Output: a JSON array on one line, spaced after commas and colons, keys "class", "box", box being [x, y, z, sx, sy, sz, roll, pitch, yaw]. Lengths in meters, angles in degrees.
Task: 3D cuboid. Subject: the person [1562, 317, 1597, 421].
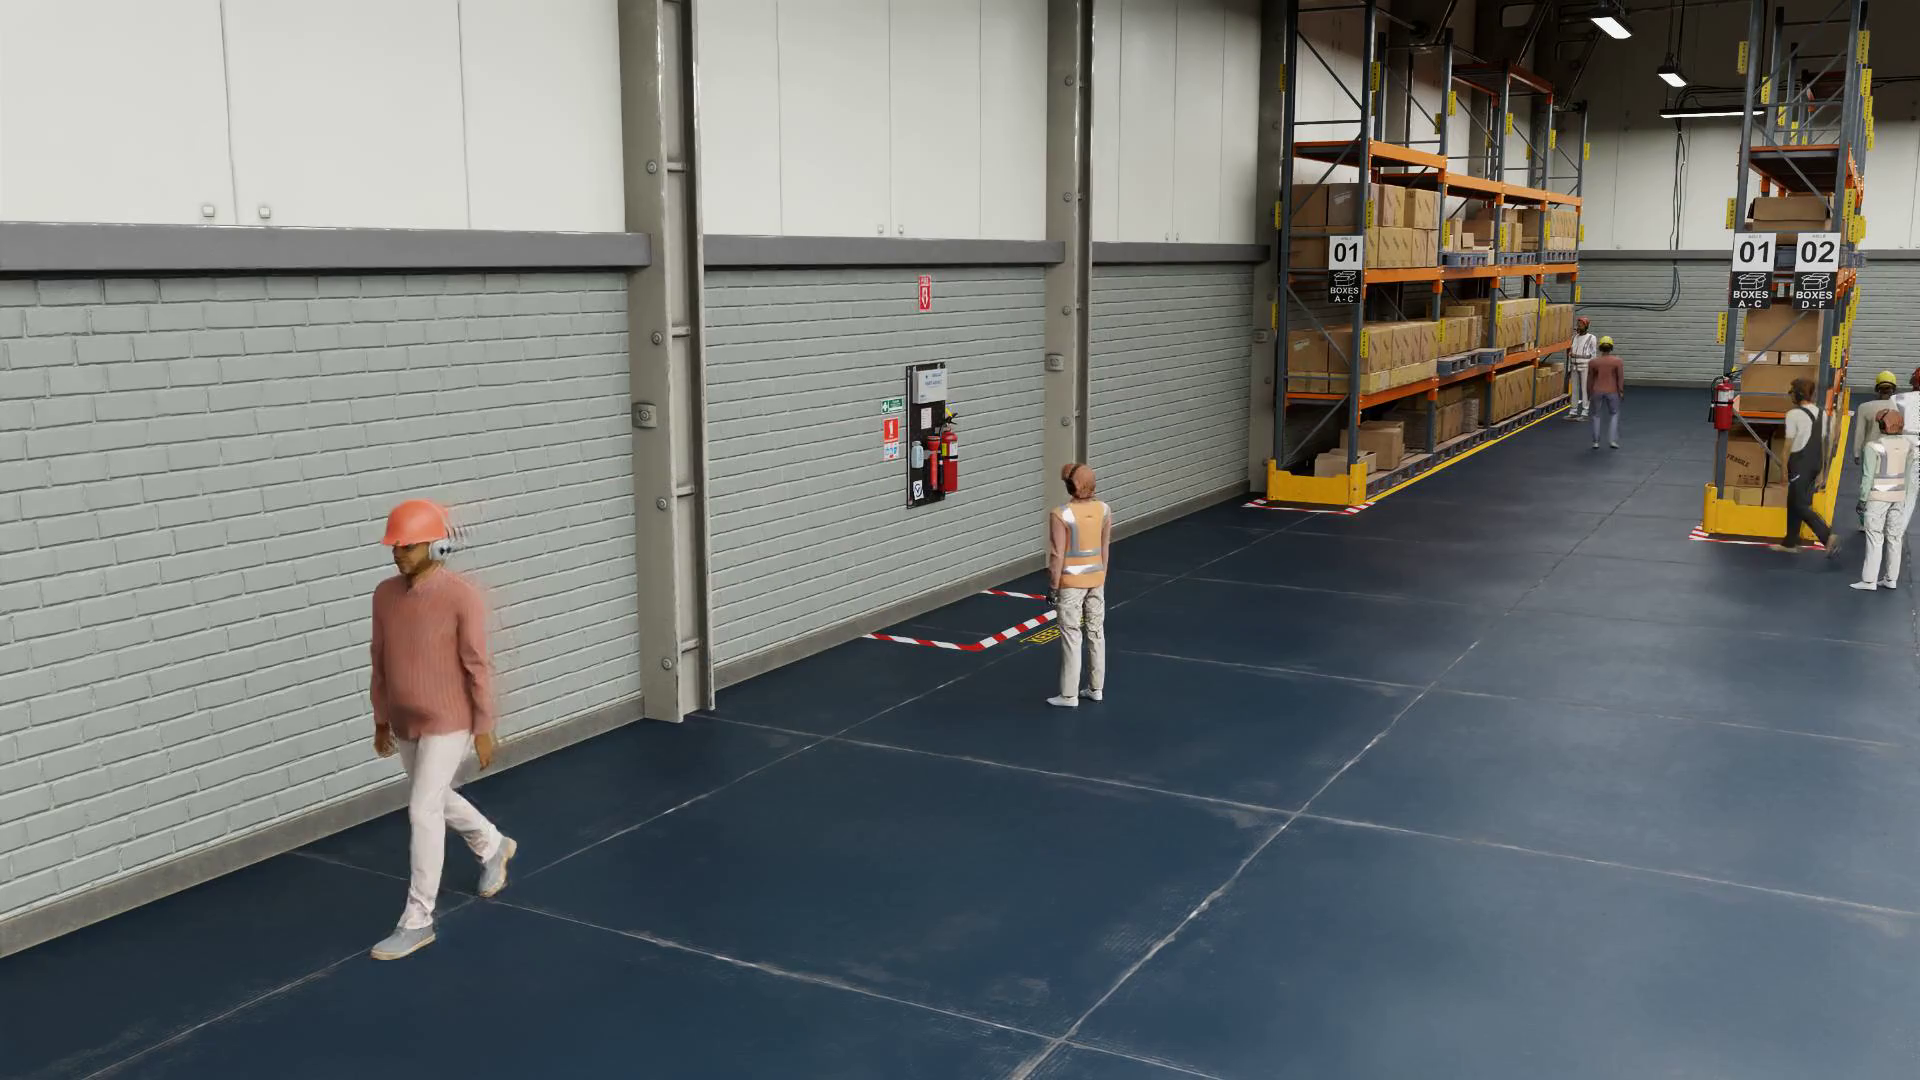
[{"class": "person", "box": [11.288, -3.101, 30.257, 0.356, 1.883, 0.574, -5, 11, -27]}]

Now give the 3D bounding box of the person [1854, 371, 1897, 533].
[{"class": "person", "box": [9.954, -0.939, 17.966, 0.533, 1.763, 0.340, 7, 12, 35]}]

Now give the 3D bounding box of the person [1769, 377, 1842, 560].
[{"class": "person", "box": [8.401, -0.694, 16.410, 0.509, 1.816, 0.818, -5, 11, -25]}]

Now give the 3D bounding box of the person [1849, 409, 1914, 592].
[{"class": "person", "box": [8.261, -0.352, 14.872, 0.515, 1.641, 0.309, -3, 10, -16]}]

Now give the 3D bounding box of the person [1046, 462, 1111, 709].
[{"class": "person", "box": [0.790, 0.304, 11.053, 0.524, 1.645, 0.316, -8, 12, -39]}]

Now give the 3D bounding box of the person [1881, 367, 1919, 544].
[{"class": "person", "box": [9.962, -0.902, 17.446, 0.601, 1.854, 0.755, 4, 11, 23]}]

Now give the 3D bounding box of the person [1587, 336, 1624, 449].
[{"class": "person", "box": [10.020, -2.283, 25.834, 0.571, 1.758, 0.362, 6, 11, 32]}]

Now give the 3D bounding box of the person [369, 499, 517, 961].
[{"class": "person", "box": [-2.306, 0.769, 7.381, 0.627, 1.966, 0.928, 5, 11, 27]}]
